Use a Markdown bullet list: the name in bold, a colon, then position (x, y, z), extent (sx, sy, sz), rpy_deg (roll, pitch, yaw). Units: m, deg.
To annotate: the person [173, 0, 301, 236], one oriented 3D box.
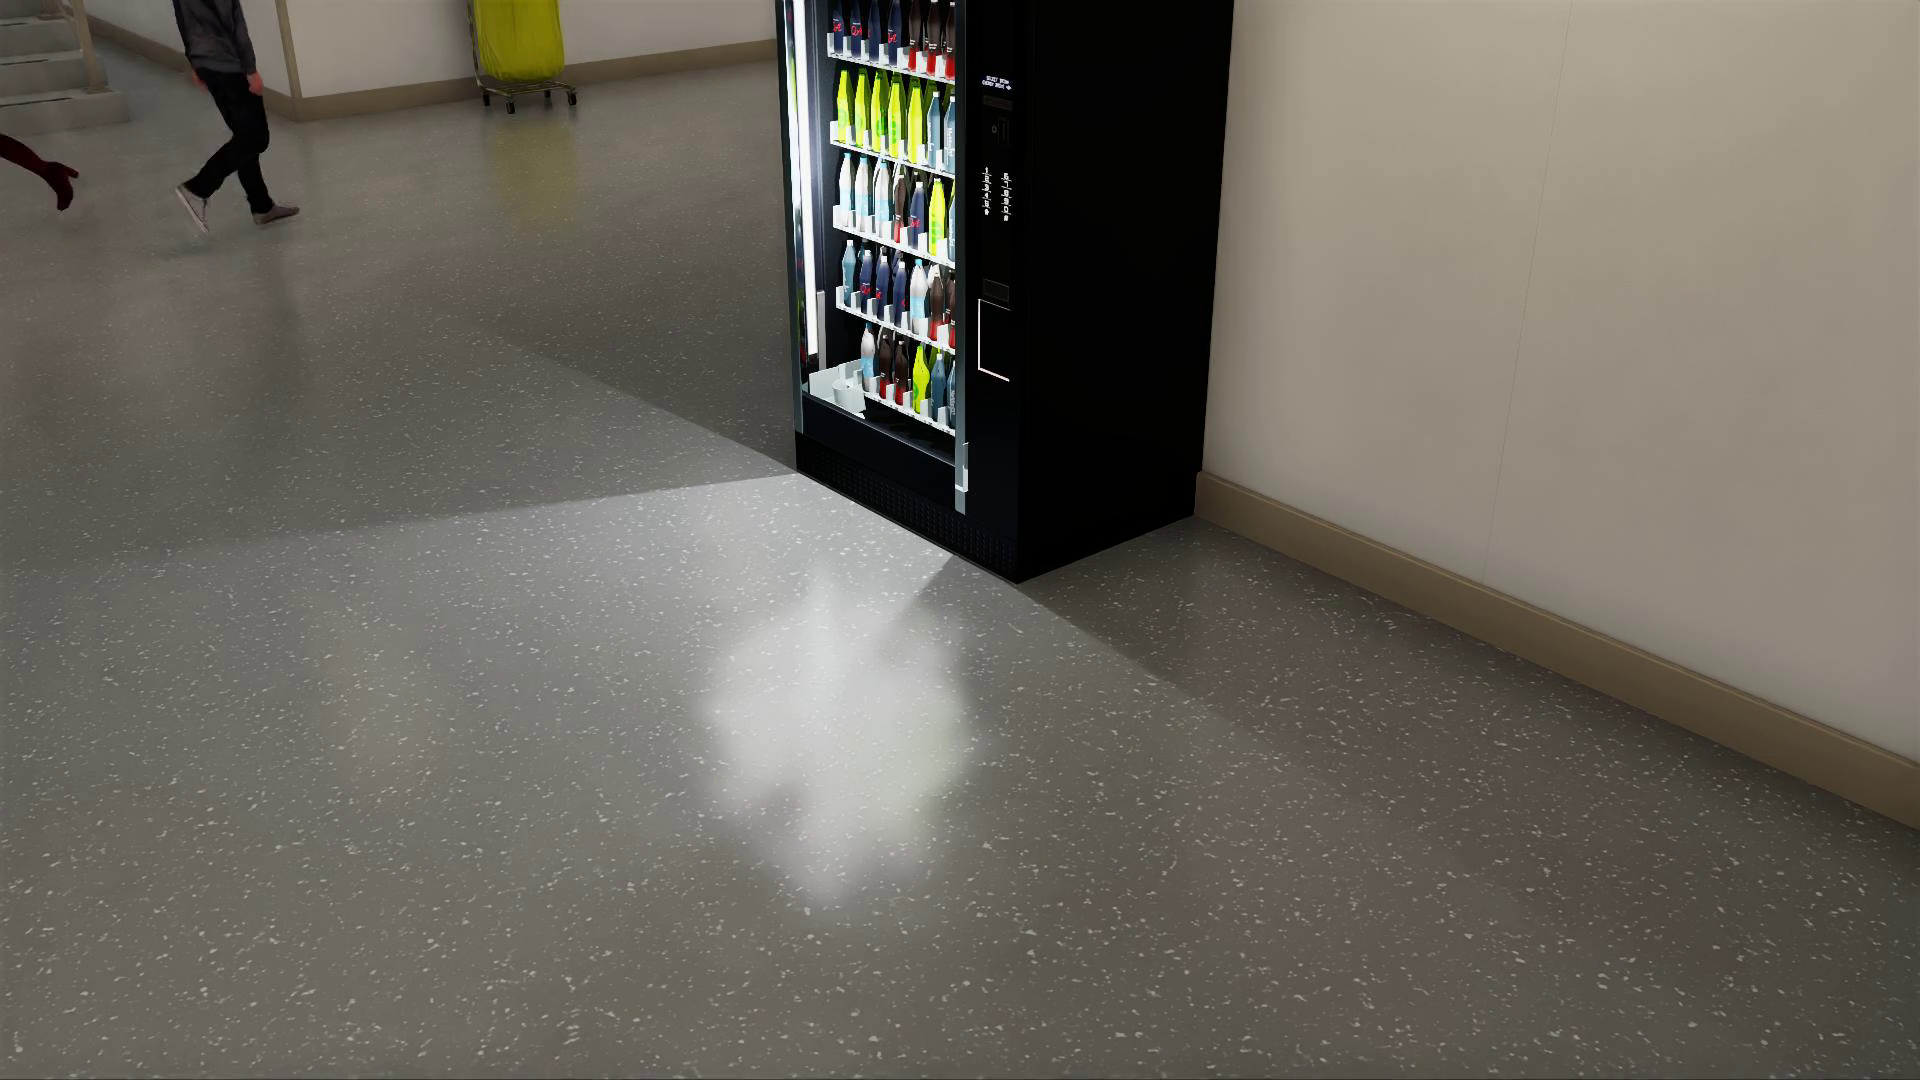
- **person**: position (-3.862, -2.434, 8.597), extent (0.963, 1.747, 0.827), rpy_deg (17, 30, 31)
